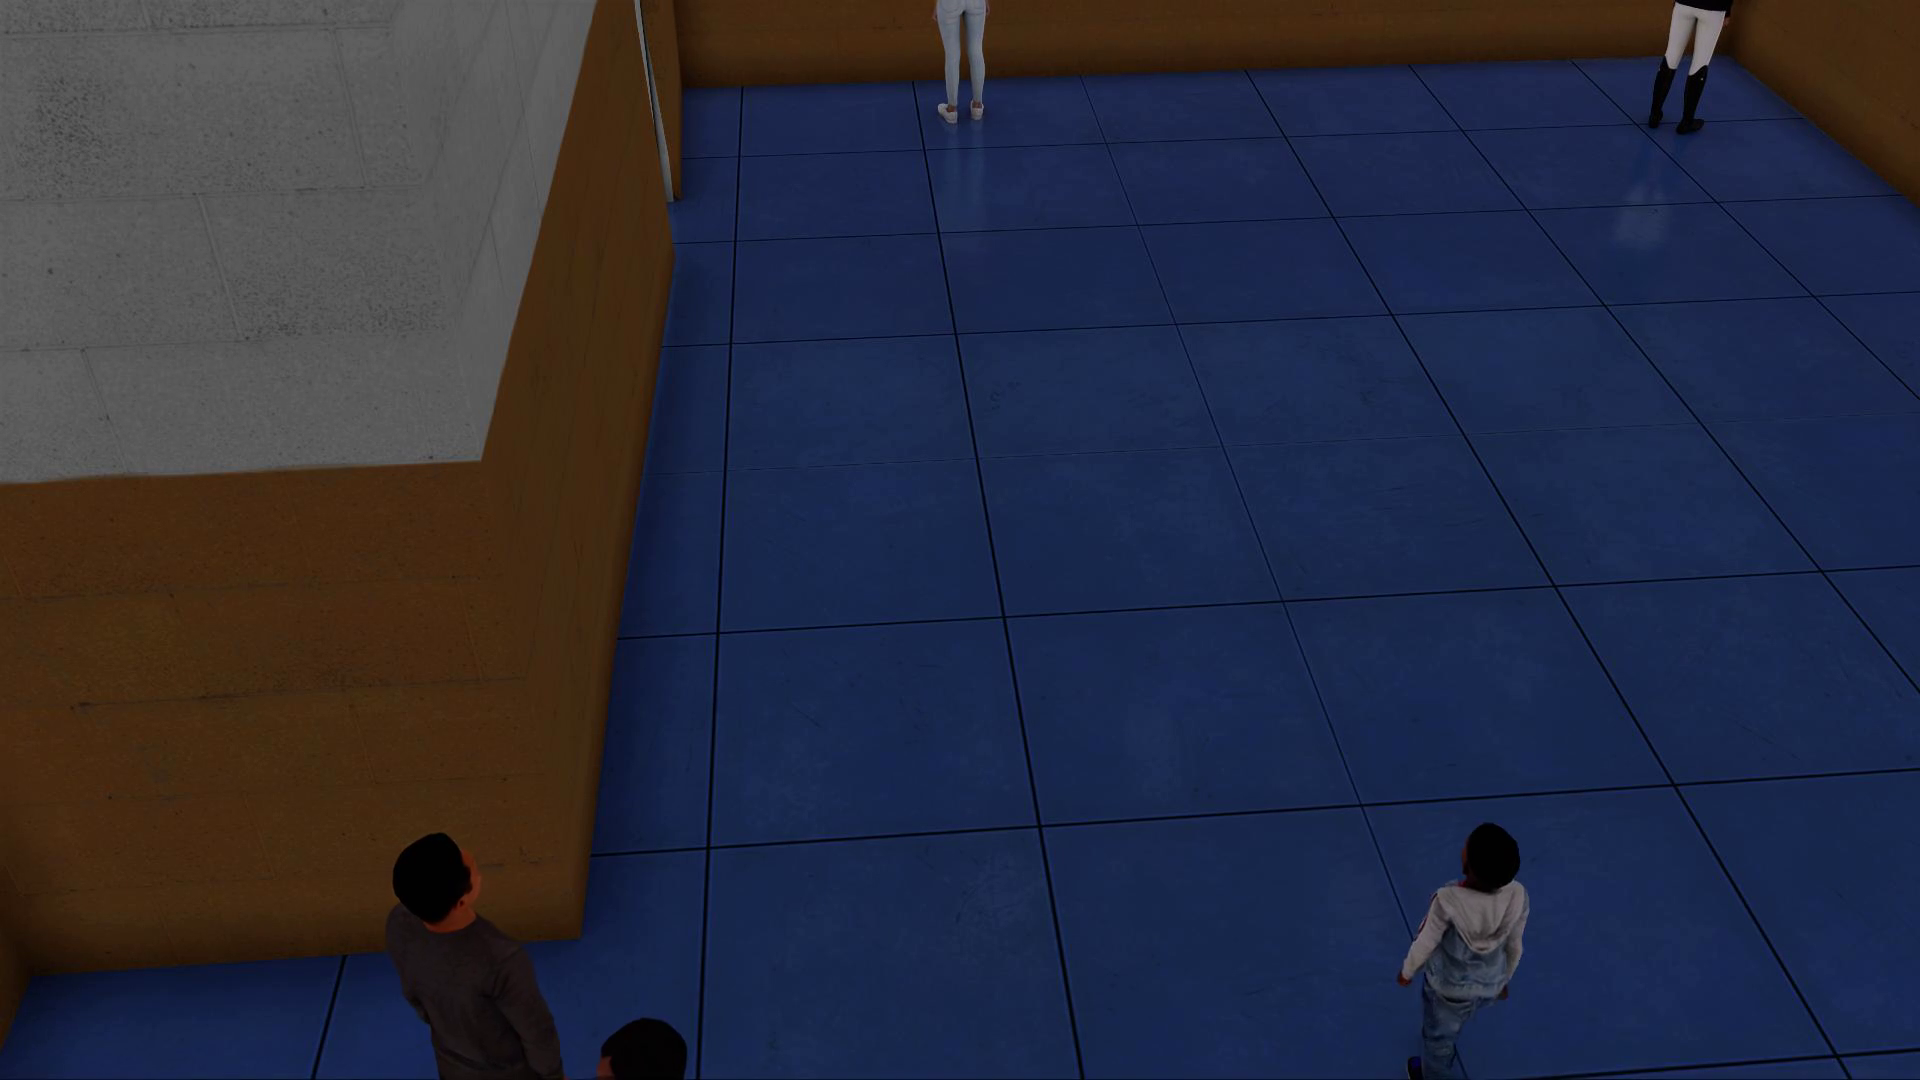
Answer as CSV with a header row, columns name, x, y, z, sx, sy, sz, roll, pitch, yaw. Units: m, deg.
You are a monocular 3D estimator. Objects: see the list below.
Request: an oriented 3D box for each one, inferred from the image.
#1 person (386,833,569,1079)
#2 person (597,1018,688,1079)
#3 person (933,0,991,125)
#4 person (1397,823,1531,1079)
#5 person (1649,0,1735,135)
name,x,y,z,sx,sy,sz,roll,pitch,yaw
person,-1.368,1.502,4.802,0.660,1.768,0.775,-11,38,-15
person,-0.763,1.839,4.376,0.664,1.741,0.707,31,46,34
person,0.014,-3.879,11.986,0.545,1.751,0.669,-8,38,-11
person,1.629,1.425,5.334,0.525,1.254,0.574,-6,37,-8
person,5.264,-3.762,11.834,0.659,1.729,0.719,27,44,31
